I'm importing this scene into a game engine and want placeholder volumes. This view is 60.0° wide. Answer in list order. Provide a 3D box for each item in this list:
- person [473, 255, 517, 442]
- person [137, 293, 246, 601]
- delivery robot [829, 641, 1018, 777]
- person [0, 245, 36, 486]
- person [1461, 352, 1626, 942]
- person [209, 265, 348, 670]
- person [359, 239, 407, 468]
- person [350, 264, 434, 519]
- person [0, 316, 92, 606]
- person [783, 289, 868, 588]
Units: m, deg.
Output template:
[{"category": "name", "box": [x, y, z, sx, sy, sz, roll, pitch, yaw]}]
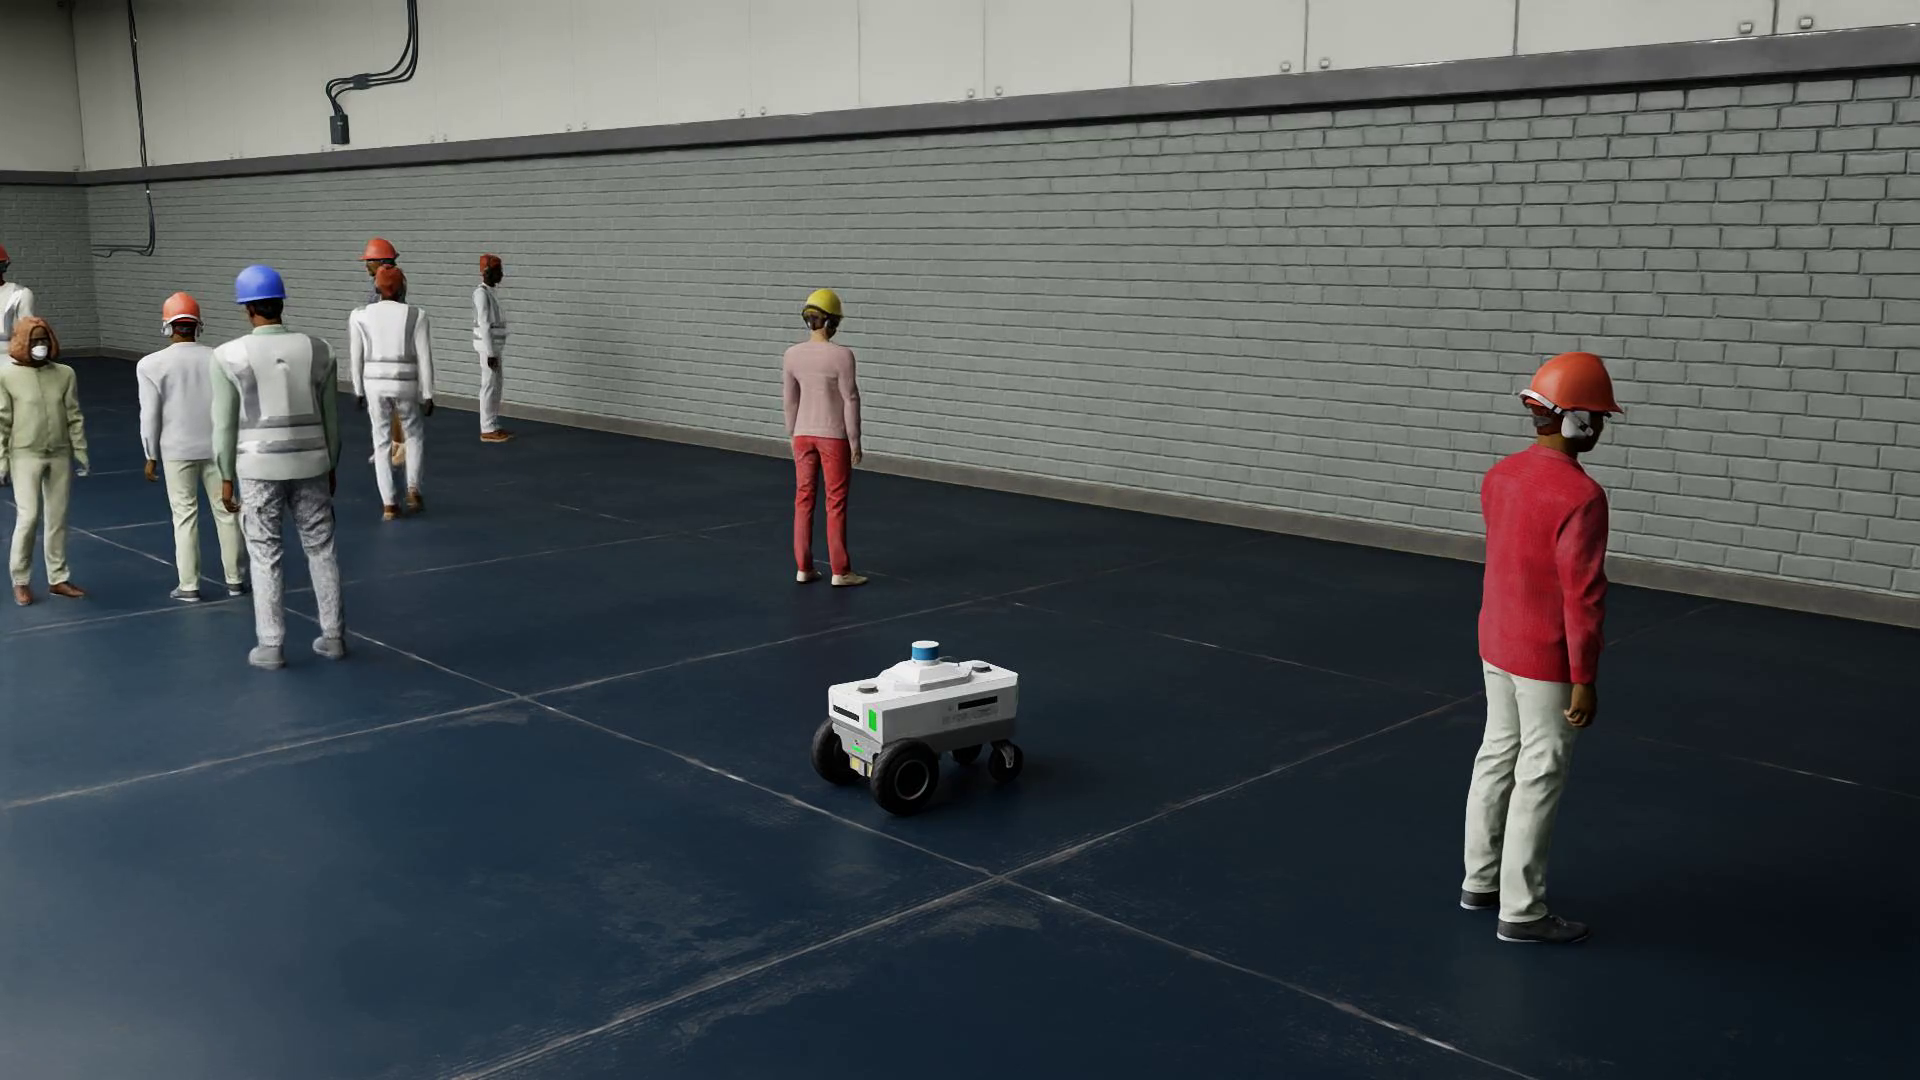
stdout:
[{"category": "person", "box": [-4.733, -1.935, 16.845, 0.360, 1.880, 0.609, -1, 10, -6]}, {"category": "person", "box": [-4.381, -0.528, 9.505, 0.562, 1.753, 0.334, -9, 13, -39]}, {"category": "delivery robot", "box": [-0.128, 0.622, 6.249, 0.707, 0.478, 0.477, -7, 13, -35]}, {"category": "person", "box": [-7.862, -1.430, 13.635, 0.605, 2.044, 0.375, 0, 10, 2]}, {"category": "person", "box": [1.744, 0.318, 4.928, 0.354, 1.743, 0.567, -2, 11, -11]}, {"category": "person", "box": [-3.289, -0.349, 8.048, 0.597, 1.938, 0.415, -8, 13, -38]}, {"category": "person", "box": [-5.147, -1.669, 14.937, 0.370, 2.044, 0.608, -7, 12, -33]}, {"category": "person", "box": [-4.207, -1.109, 12.372, 0.604, 1.856, 0.723, -2, 11, -11]}, {"category": "person", "box": [-5.221, -0.454, 9.461, 0.292, 1.623, 0.515, 6, 12, 29]}, {"category": "person", "box": [-0.801, -0.597, 9.858, 0.524, 1.767, 0.322, 6, 12, 30]}]
